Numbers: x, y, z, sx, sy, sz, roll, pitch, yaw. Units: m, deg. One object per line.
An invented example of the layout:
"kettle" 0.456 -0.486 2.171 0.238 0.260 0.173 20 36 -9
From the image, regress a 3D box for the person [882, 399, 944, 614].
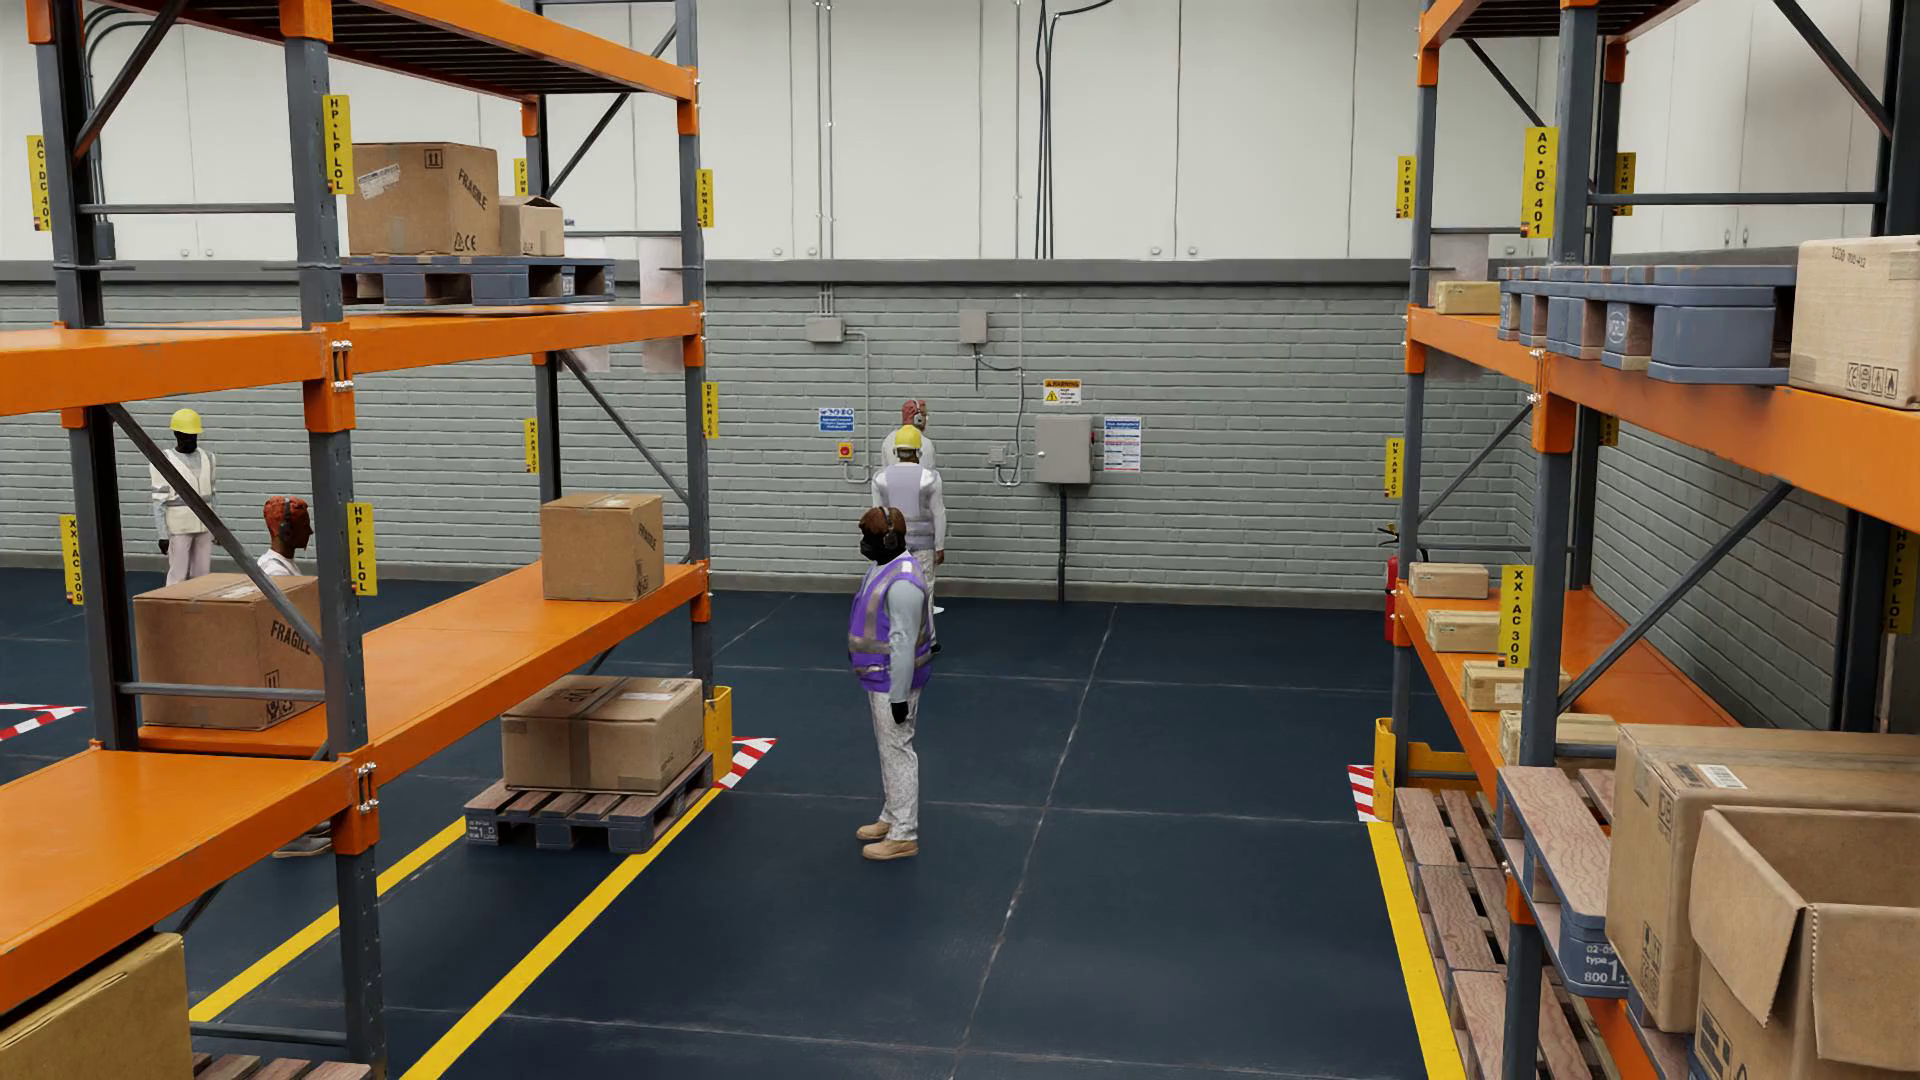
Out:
"person" -0.400 -0.293 14.718 0.406 1.906 0.654 -8 12 -39

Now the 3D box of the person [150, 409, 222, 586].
"person" -6.248 -0.108 13.518 0.384 1.922 0.594 4 10 26

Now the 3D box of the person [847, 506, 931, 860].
"person" -0.367 0.731 8.643 0.429 1.837 0.627 -2 9 -10

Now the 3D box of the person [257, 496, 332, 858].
"person" -3.492 0.704 8.661 0.359 1.880 0.575 -3 10 -20

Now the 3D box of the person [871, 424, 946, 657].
"person" -0.390 0.012 13.053 0.587 1.837 0.403 2 9 12
